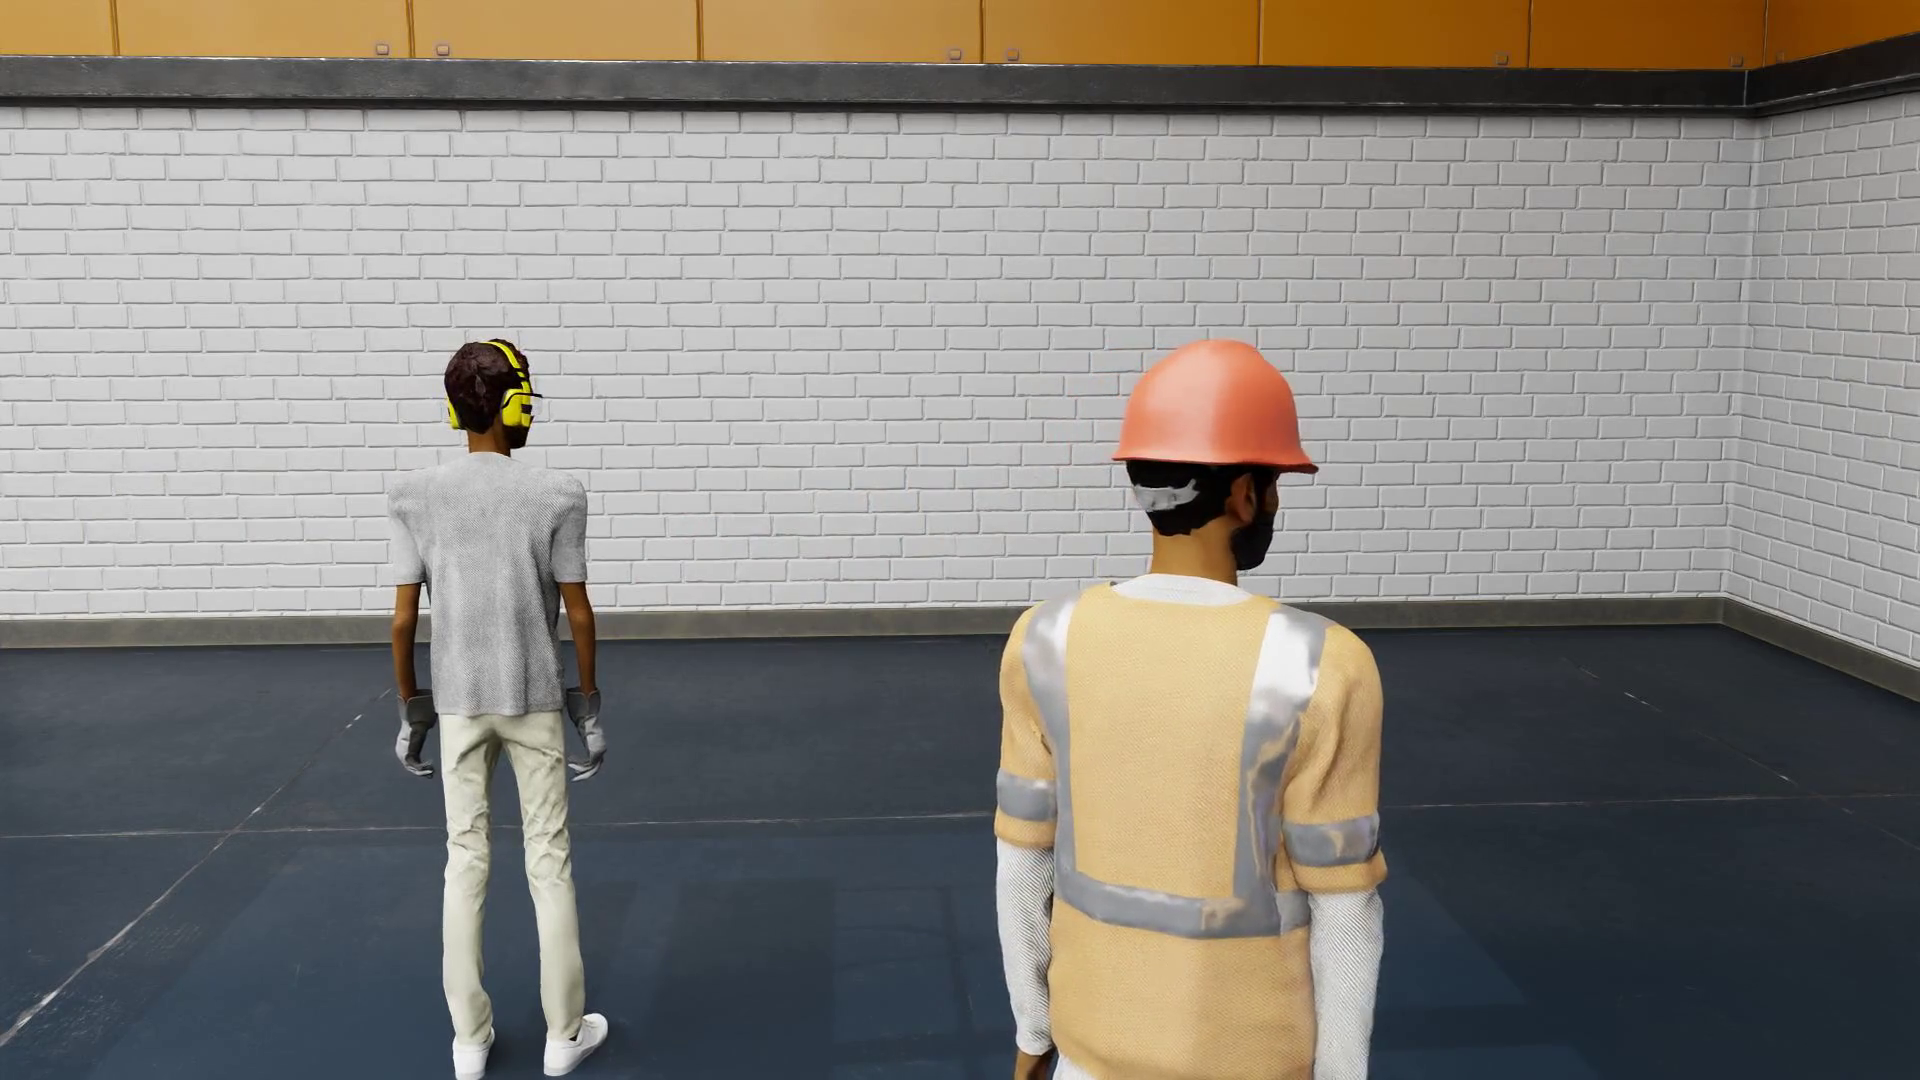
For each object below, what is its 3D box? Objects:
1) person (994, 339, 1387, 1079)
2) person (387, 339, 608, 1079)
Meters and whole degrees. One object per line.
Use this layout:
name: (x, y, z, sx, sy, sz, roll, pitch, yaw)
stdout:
person: (0.325, 0.688, 2.368, 0.549, 1.934, 0.374, 5, 10, 27)
person: (-1.159, 0.433, 4.193, 0.523, 1.863, 0.317, 0, 9, -3)
